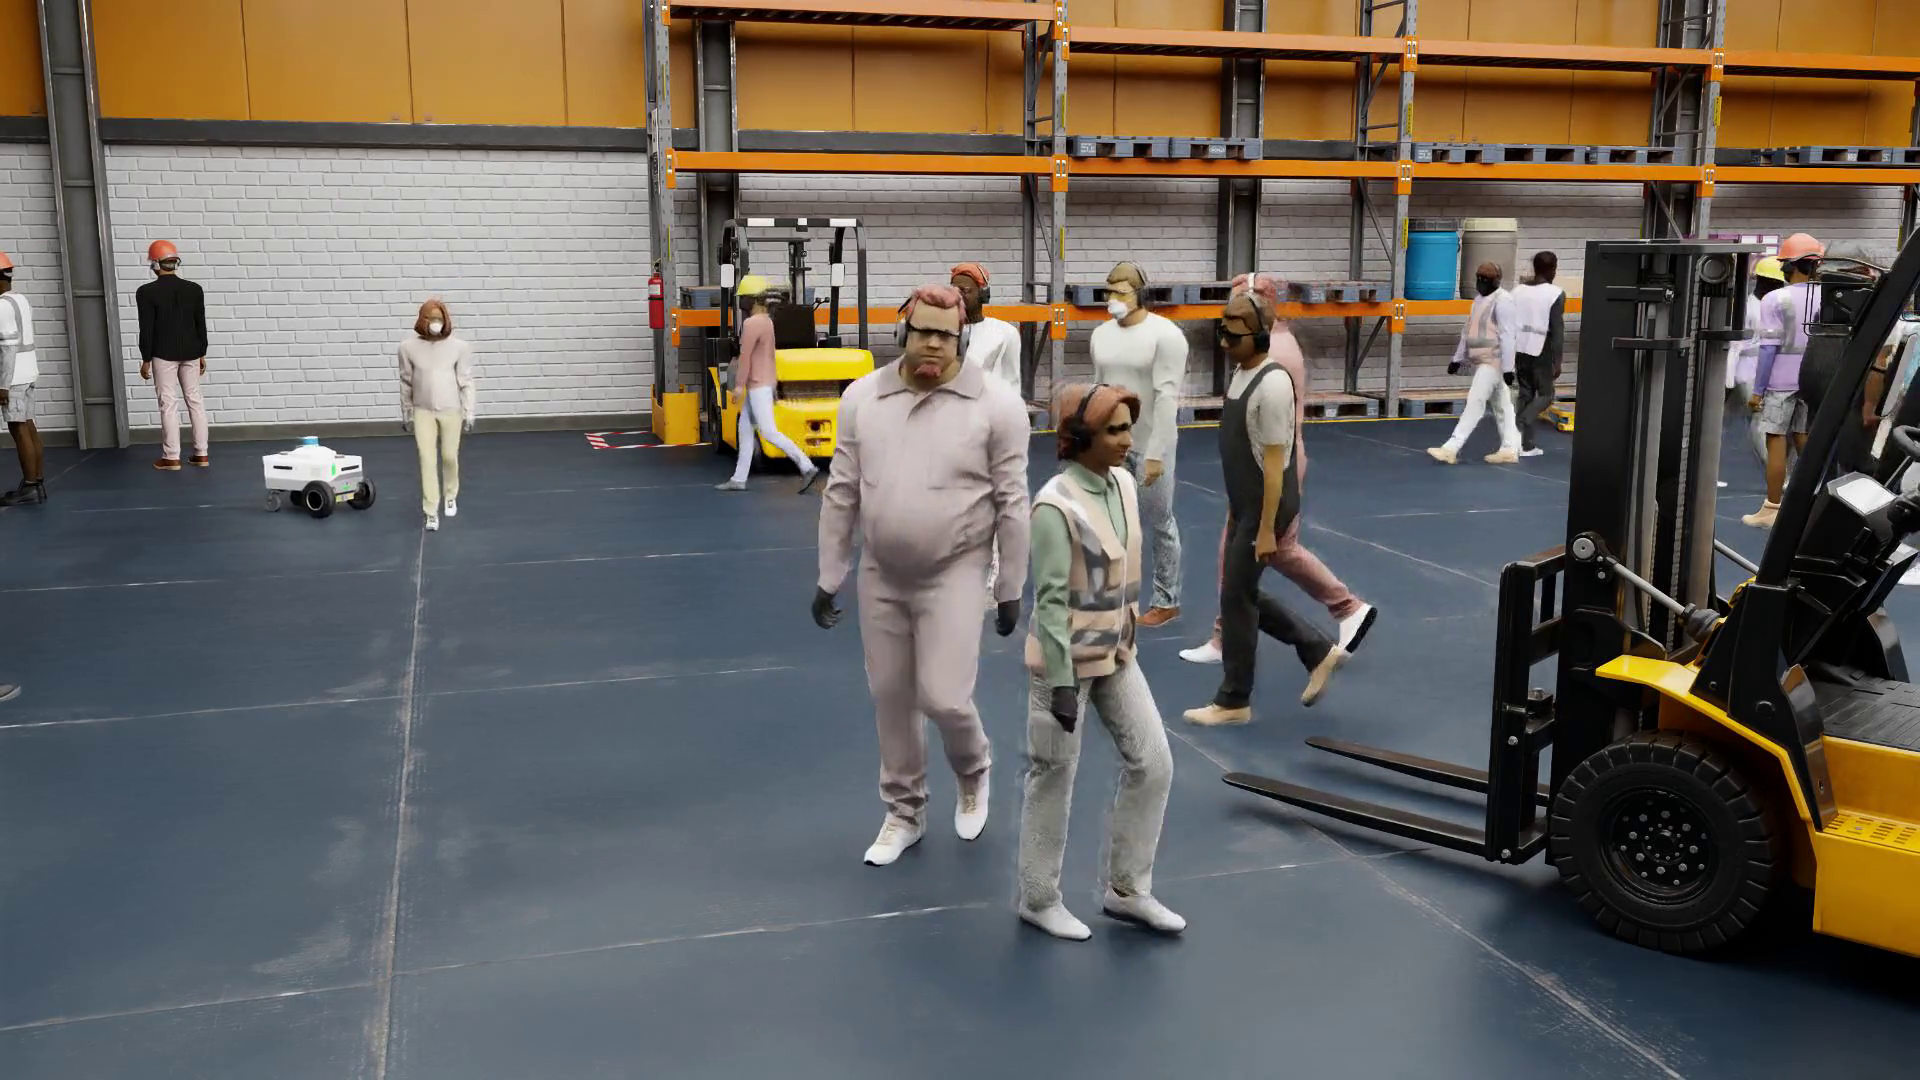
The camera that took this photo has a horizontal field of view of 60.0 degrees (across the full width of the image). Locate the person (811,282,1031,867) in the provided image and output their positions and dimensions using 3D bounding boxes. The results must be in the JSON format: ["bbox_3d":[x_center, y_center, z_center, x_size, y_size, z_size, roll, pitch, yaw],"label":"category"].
[{"bbox_3d":[-0.126,0.123,5.335,0.672,1.885,0.444,4,11,22],"label":"person"}]

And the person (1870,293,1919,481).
[{"bbox_3d":[7.682,-1.235,13.524,0.544,1.614,0.511,0,10,-1],"label":"person"}]

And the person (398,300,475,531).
[{"bbox_3d":[-3.701,-0.908,11.794,0.502,1.594,0.857,-3,11,-18],"label":"person"}]

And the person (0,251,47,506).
[{"bbox_3d":[-7.179,-1.217,12.557,0.373,1.928,0.543,-3,11,-15],"label":"person"}]

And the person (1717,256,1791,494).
[{"bbox_3d":[6.301,-1.299,13.160,0.992,1.857,0.619,8,13,38],"label":"person"}]

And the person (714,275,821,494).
[{"bbox_3d":[-1.525,-1.222,13.114,0.844,1.735,0.524,1,10,6],"label":"person"}]

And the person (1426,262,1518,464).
[{"bbox_3d":[4.584,-1.552,14.738,0.917,1.788,0.665,0,10,1],"label":"person"}]

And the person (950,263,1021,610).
[{"bbox_3d":[0.046,-0.557,9.063,0.575,1.882,0.355,4,11,23],"label":"person"}]

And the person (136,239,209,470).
[{"bbox_3d":[-6.861,-1.609,14.514,0.376,1.997,0.612,7,12,34],"label":"person"}]

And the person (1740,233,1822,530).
[{"bbox_3d":[5.736,-1.084,11.507,0.608,2.044,0.370,-3,11,-15],"label":"person"}]

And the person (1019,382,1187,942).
[{"bbox_3d":[0.419,0.370,4.691,0.606,1.616,0.552,7,13,34],"label":"person"}]

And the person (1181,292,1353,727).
[{"bbox_3d":[1.278,-0.109,6.821,0.640,1.813,0.522,-1,10,-6],"label":"person"}]

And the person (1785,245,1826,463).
[{"bbox_3d":[7.223,-1.518,14.170,0.623,1.975,0.779,7,13,35],"label":"person"}]

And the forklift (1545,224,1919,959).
[{"bbox_3d":[2.909,0.117,4.508,2.313,2.155,1.214,9,14,40],"label":"forklift"}]

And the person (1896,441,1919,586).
[{"bbox_3d":[5.741,-0.671,9.596,0.525,1.909,0.597,1,10,4],"label":"person"}]

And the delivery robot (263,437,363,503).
[{"bbox_3d":[-4.758,-0.517,12.226,0.707,0.478,0.477,4,11,22],"label":"delivery robot"}]

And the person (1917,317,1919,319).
[{"bbox_3d":[8.301,-1.389,14.108,0.508,1.692,0.885,5,11,25],"label":"person"}]

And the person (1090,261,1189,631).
[{"bbox_3d":[0.801,-0.433,8.364,0.635,1.895,0.951,10,14,43],"label":"person"}]

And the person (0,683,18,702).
[{"bbox_3d":[-4.376,-0.184,7.188,0.591,1.826,0.403,9,14,41],"label":"person"}]

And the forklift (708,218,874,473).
[{"bbox_3d":[-1.522,-1.778,14.899,1.214,2.155,2.313,-3,11,-17],"label":"forklift"}]

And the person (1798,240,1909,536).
[{"bbox_3d":[5.885,-0.969,10.885,0.792,2.000,0.694,-1,10,-6],"label":"person"}]

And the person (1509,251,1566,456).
[{"bbox_3d":[5.212,-1.687,15.203,0.558,1.899,0.617,-7,12,-33],"label":"person"}]

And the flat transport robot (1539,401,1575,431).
[{"bbox_3d":[6.617,-1.319,17.658,0.652,0.197,1.431,2,10,9],"label":"flat transport robot"}]

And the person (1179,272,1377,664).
[{"bbox_3d":[1.525,-0.319,7.817,0.849,1.869,0.666,3,11,15],"label":"person"}]
